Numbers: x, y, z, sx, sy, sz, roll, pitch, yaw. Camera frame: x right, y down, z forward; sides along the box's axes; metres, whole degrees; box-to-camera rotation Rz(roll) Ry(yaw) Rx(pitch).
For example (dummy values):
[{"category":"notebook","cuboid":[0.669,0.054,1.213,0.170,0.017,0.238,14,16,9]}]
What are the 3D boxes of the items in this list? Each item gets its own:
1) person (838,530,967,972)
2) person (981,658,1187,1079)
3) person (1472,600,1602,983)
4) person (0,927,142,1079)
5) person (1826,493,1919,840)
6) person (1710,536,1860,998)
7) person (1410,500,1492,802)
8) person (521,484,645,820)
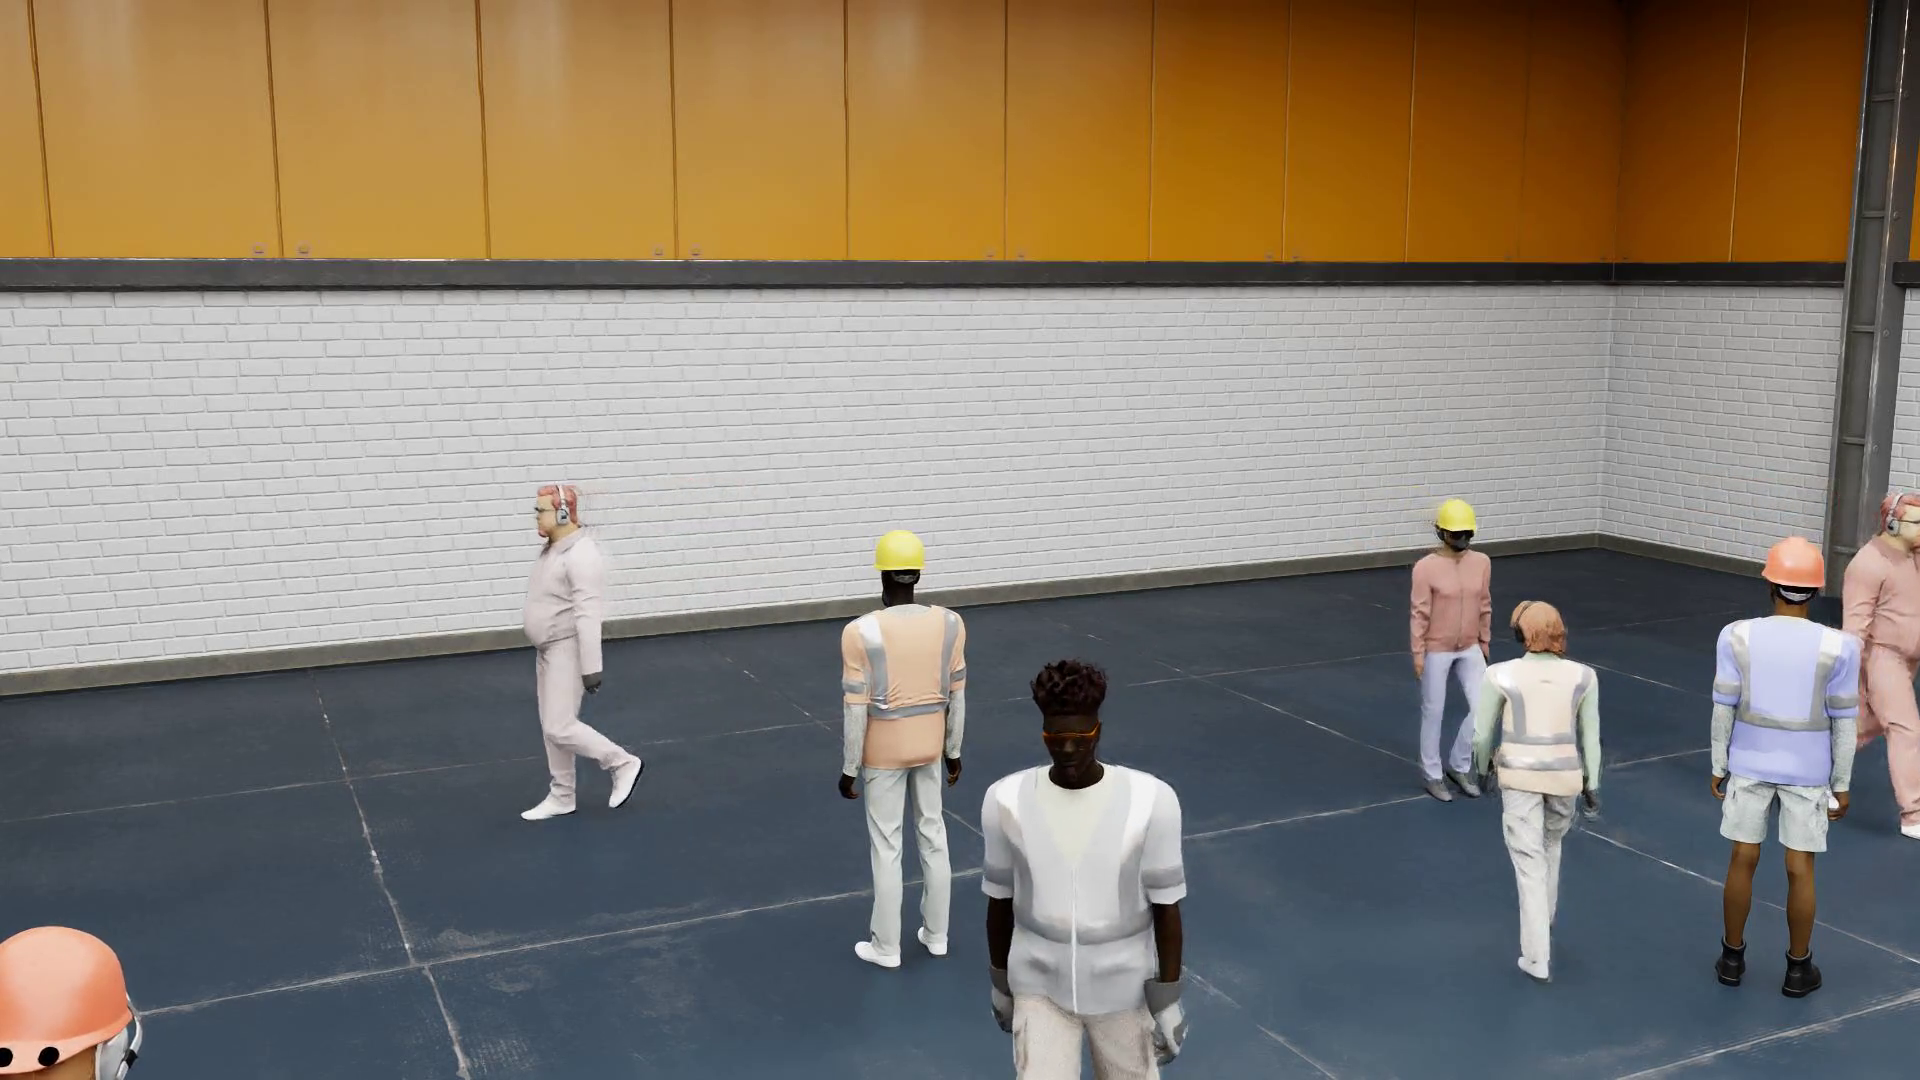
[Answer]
[{"category":"person","cuboid":[-0.259,0.911,7.265,0.595,1.925,0.372,-5,10,-29]},{"category":"person","cuboid":[0.374,1.276,4.979,0.627,1.944,0.820,2,9,11]},{"category":"person","cuboid":[2.508,1.065,7.309,0.509,1.603,0.774,0,9,-2]},{"category":"person","cuboid":[-1.458,1.599,2.781,0.612,1.997,0.375,-1,9,-5]},{"category":"person","cuboid":[5.042,0.652,9.081,0.642,1.866,0.955,-7,12,-38]},{"category":"person","cuboid":[3.446,0.949,6.987,0.552,1.942,0.343,6,11,32]},{"category":"person","cuboid":[2.812,0.639,9.477,0.560,1.749,0.426,-3,10,-16]},{"category":"person","cuboid":[-2.137,0.620,9.191,0.565,1.890,0.649,-5,10,-27]}]
